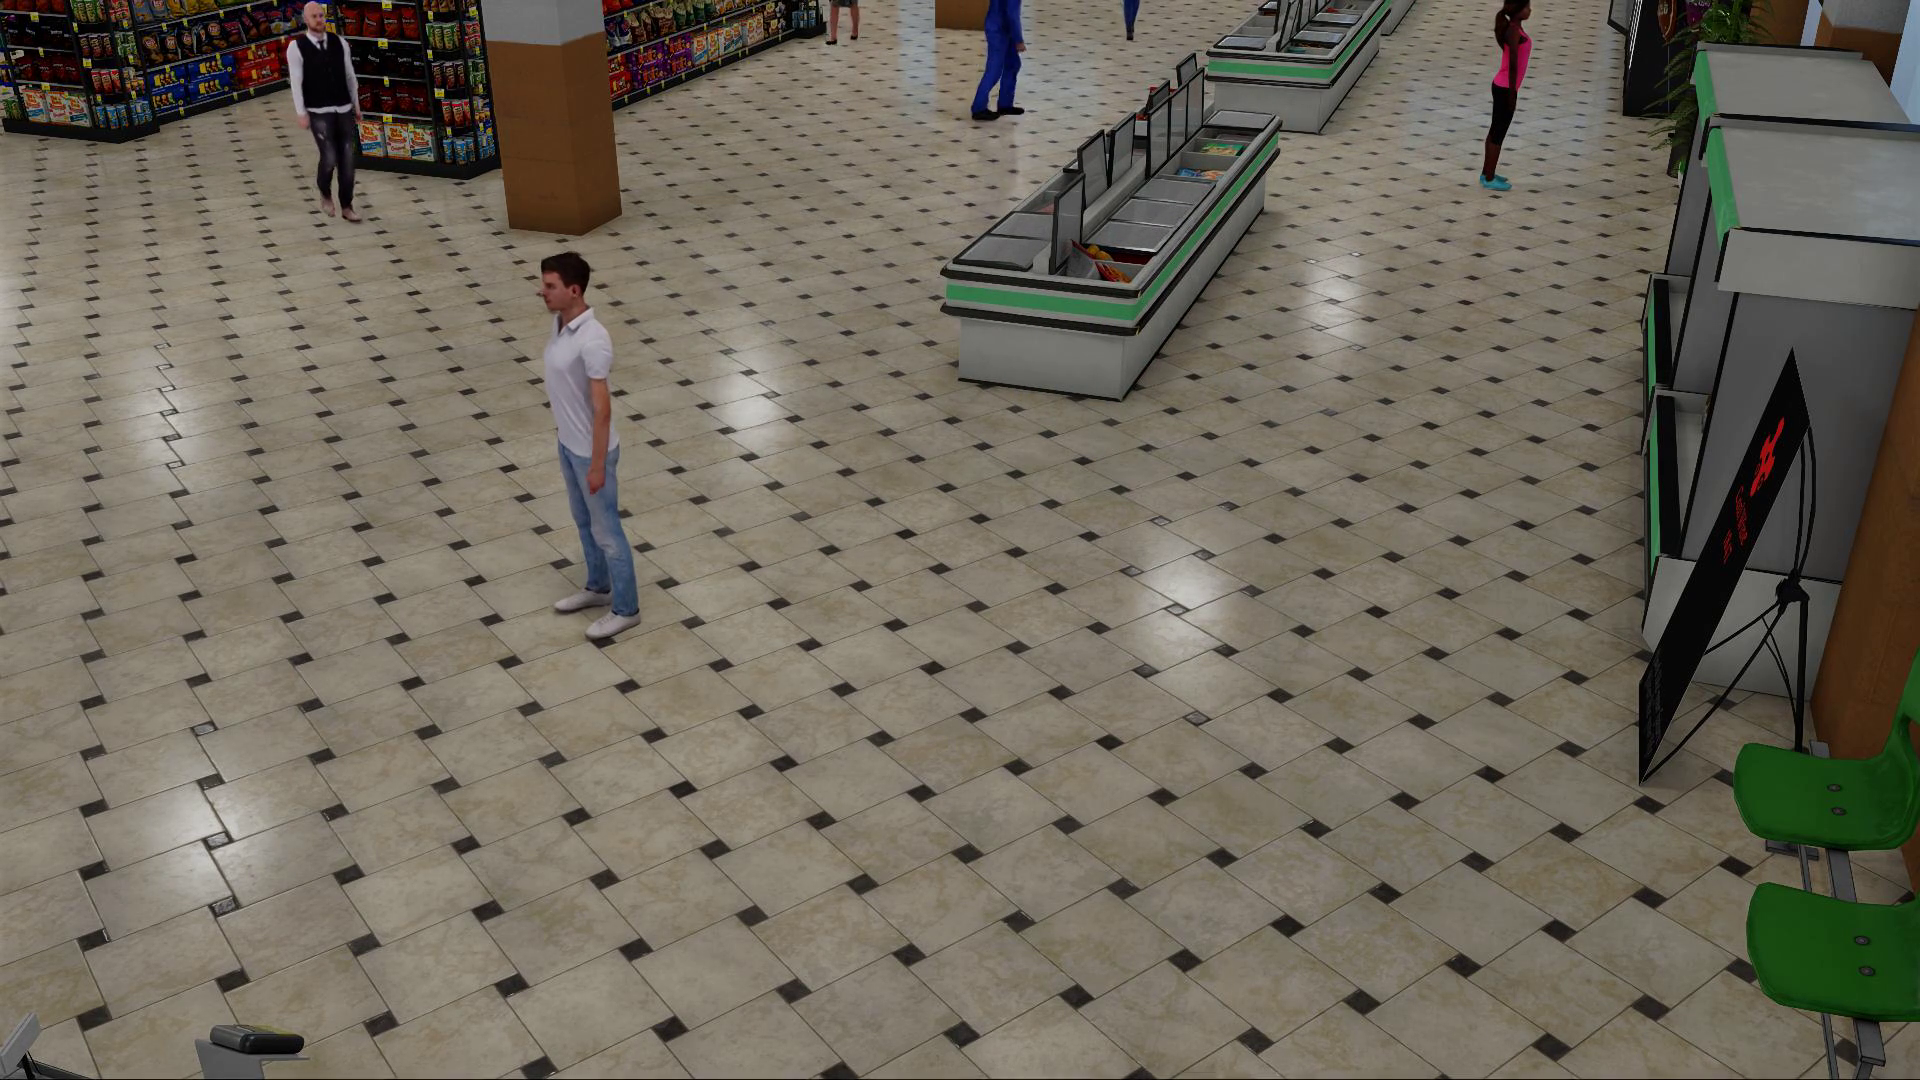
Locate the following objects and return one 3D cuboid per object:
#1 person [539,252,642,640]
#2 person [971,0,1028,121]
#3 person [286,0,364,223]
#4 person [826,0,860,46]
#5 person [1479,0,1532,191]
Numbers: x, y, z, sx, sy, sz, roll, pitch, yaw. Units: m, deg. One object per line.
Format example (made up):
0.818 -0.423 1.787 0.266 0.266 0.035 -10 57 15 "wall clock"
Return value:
-1.713 -0.443 7.733 0.769 1.850 0.737 -15 31 -27 "person"
0.354 -5.257 17.302 0.978 1.782 0.910 -6 27 -11 "person"
-5.323 -3.596 13.991 0.788 1.814 0.877 -23 35 -38 "person"
-1.441 -7.190 21.258 0.615 1.650 1.122 8 28 15 "person"
4.907 -4.046 14.978 0.644 1.723 0.534 5 27 10 "person"
